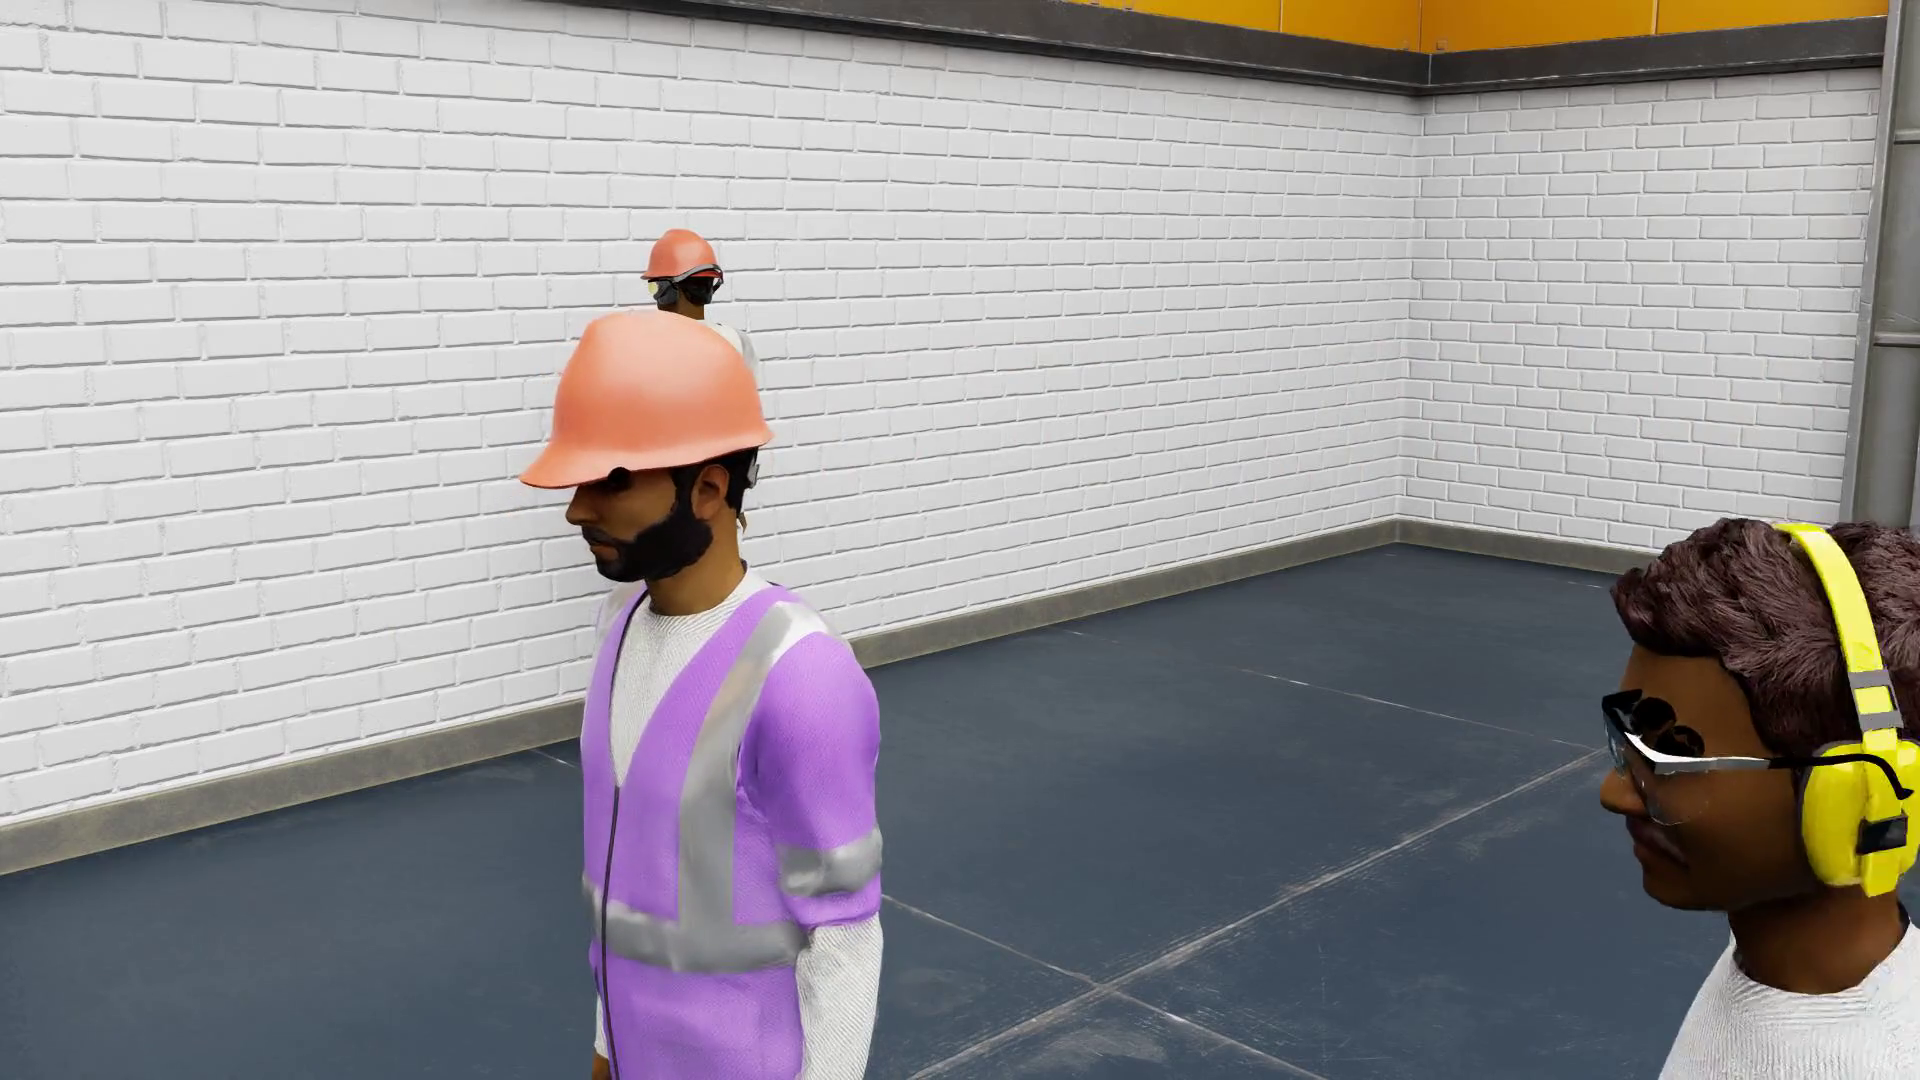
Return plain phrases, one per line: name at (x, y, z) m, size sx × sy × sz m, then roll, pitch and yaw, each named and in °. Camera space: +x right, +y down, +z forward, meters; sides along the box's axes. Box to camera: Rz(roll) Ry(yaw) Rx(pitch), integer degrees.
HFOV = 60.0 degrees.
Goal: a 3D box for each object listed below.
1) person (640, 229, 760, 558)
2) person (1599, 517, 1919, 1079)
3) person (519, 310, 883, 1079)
person at (-1.017, -0.132, 6.258) m, size 0.371 × 2.044 × 0.608 m, roll 6°, pitch 12°, yaw 31°
person at (0.586, 0.891, 1.253) m, size 0.795 × 1.838 × 0.540 m, roll 3°, pitch 11°, yaw 14°
person at (-0.343, 0.677, 2.143) m, size 0.378 × 1.932 × 0.551 m, roll -8°, pitch 13°, yaw -39°
